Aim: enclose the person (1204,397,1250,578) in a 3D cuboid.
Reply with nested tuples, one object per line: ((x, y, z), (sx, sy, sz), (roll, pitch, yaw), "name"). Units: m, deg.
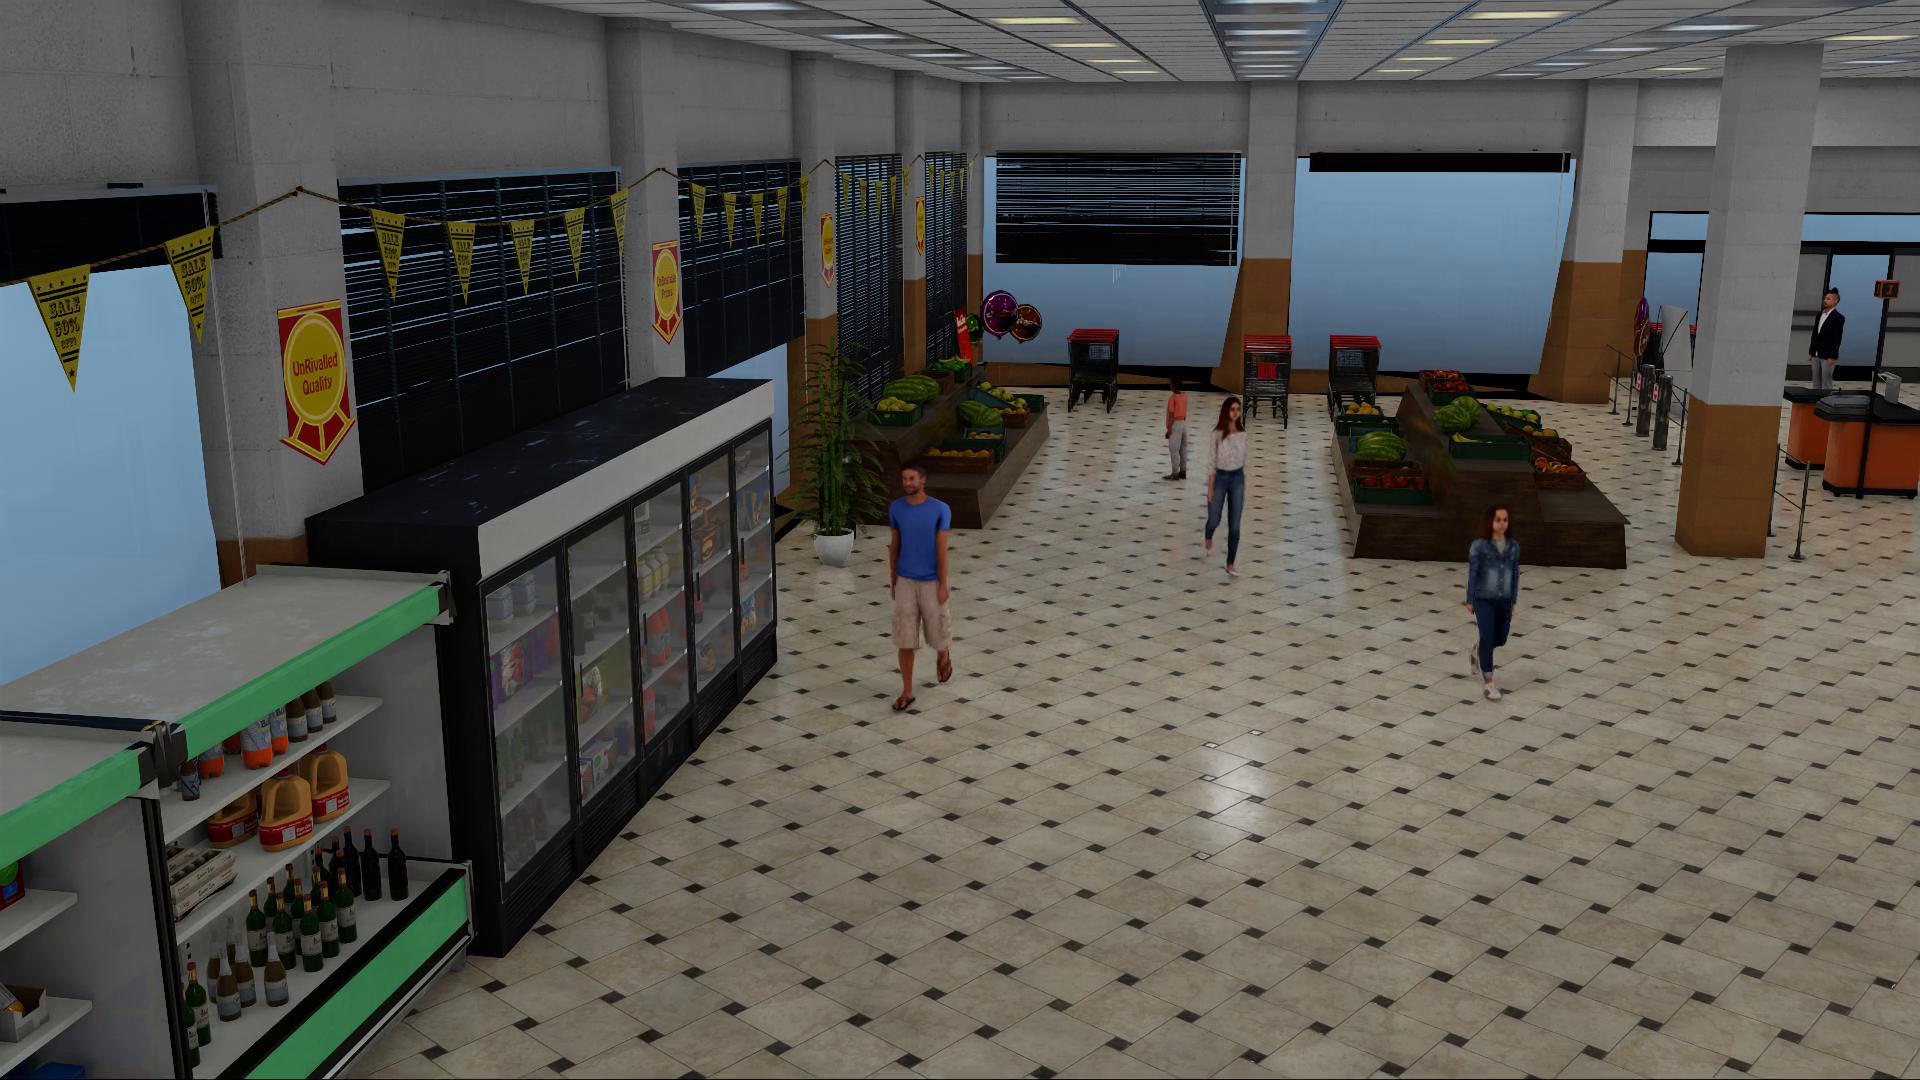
((2.555, -0.534, 16.122), (0.745, 1.710, 1.039), (-2, 14, -7), "person")

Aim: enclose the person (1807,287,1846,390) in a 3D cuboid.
((13.090, -2.846, 25.146), (0.845, 1.950, 0.690), (-3, 14, -13), "person")

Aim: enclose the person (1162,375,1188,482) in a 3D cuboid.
((2.680, -1.387, 20.488), (0.548, 1.309, 0.622), (-12, 18, -41), "person")

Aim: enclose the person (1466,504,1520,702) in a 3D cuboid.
((4.010, 0.445, 12.609), (0.734, 1.464, 0.917), (-2, 14, -8), "person")

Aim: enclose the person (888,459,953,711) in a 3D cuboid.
((-0.271, 0.300, 12.399), (0.692, 1.845, 0.982), (4, 14, 15), "person")
